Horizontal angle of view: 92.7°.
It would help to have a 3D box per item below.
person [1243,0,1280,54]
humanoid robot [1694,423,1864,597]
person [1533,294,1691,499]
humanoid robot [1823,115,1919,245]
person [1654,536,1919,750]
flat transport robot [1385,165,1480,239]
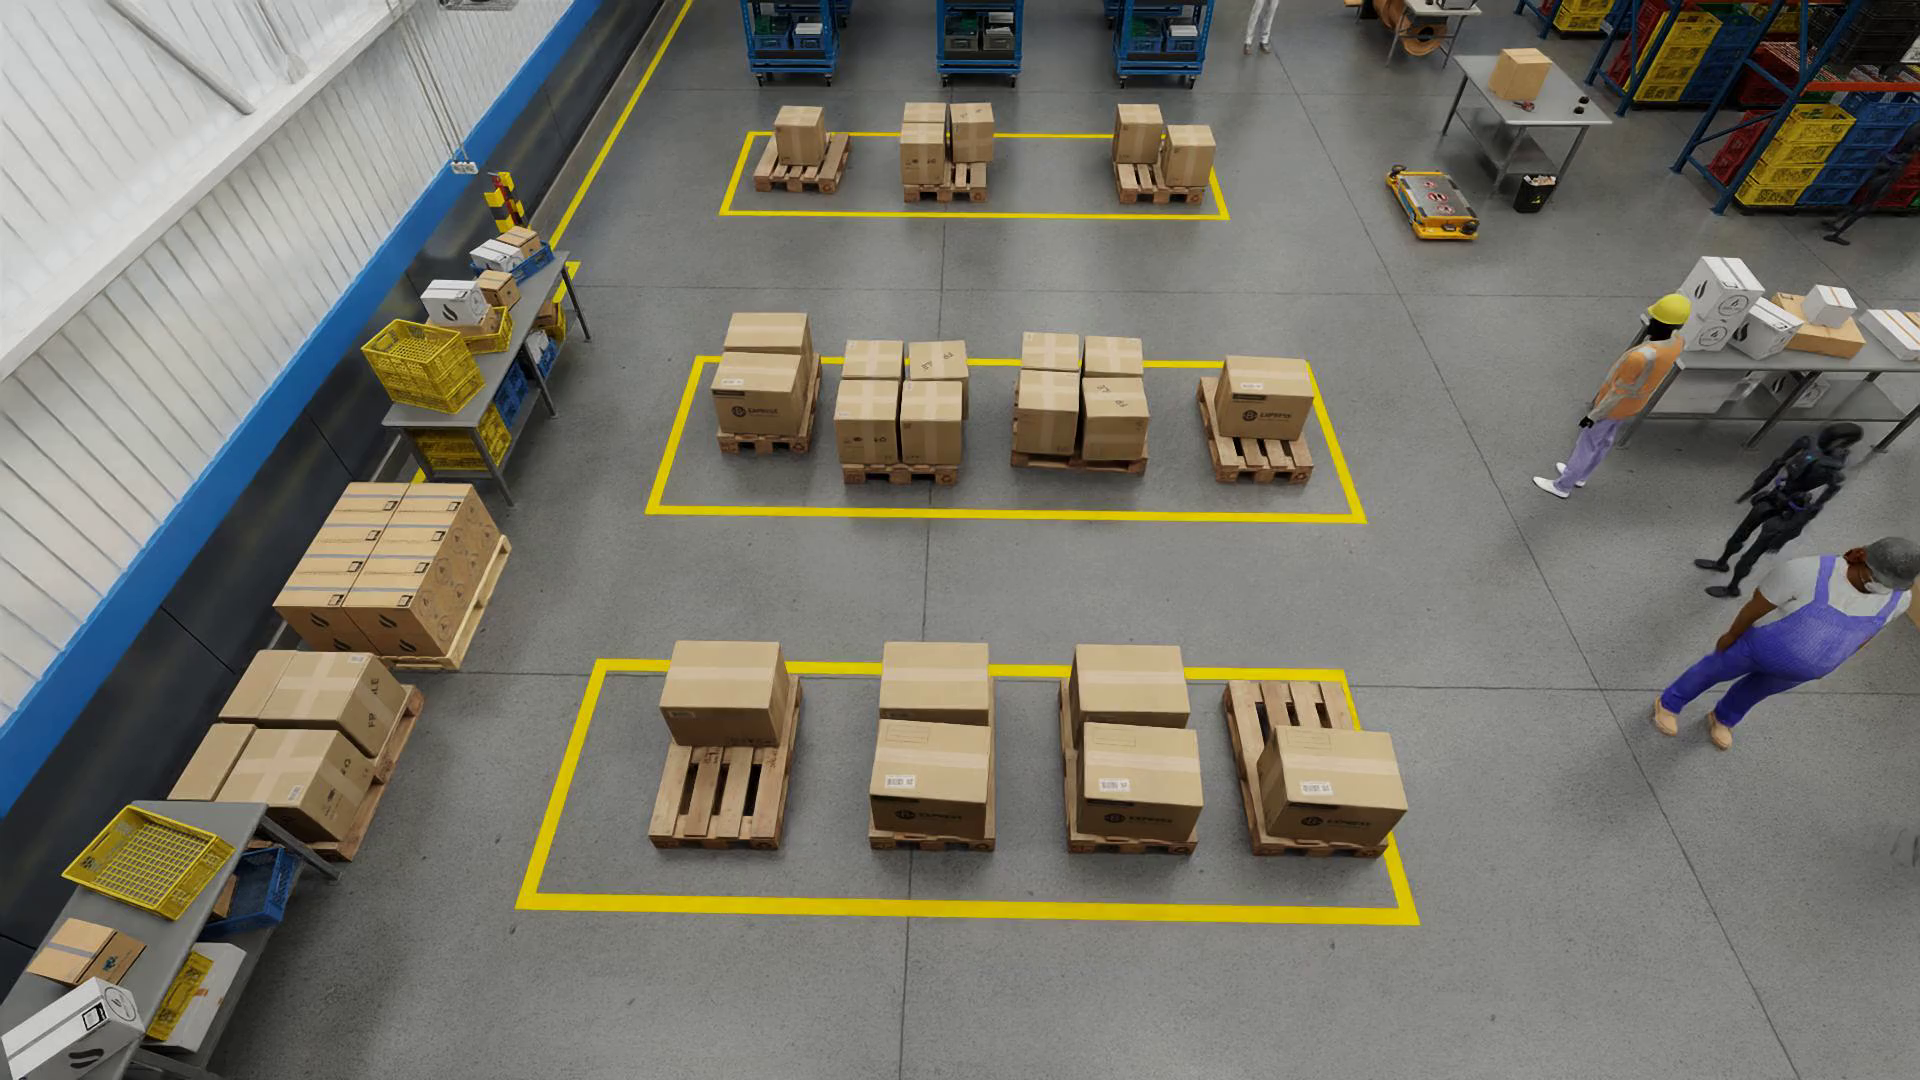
[{"bbox_3d":[4.632,-8.259,13.615,0.579,1.879,0.338,-5,49,-4],"label":"person"},{"bbox_3d":[6.076,-0.228,6.797,0.350,1.646,0.576,4,49,3],"label":"humanoid robot"},{"bbox_3d":[5.289,-1.122,7.409,0.589,1.923,0.378,-24,53,-19],"label":"person"},{"bbox_3d":[10.280,-4.075,10.129,0.322,1.647,0.606,32,56,25],"label":"humanoid robot"},{"bbox_3d":[5.210,0.676,5.777,0.685,2.000,0.536,17,51,14],"label":"person"},{"bbox_3d":[5.692,-4.094,11.059,0.652,0.197,1.431,1,49,1],"label":"flat transport robot"}]
